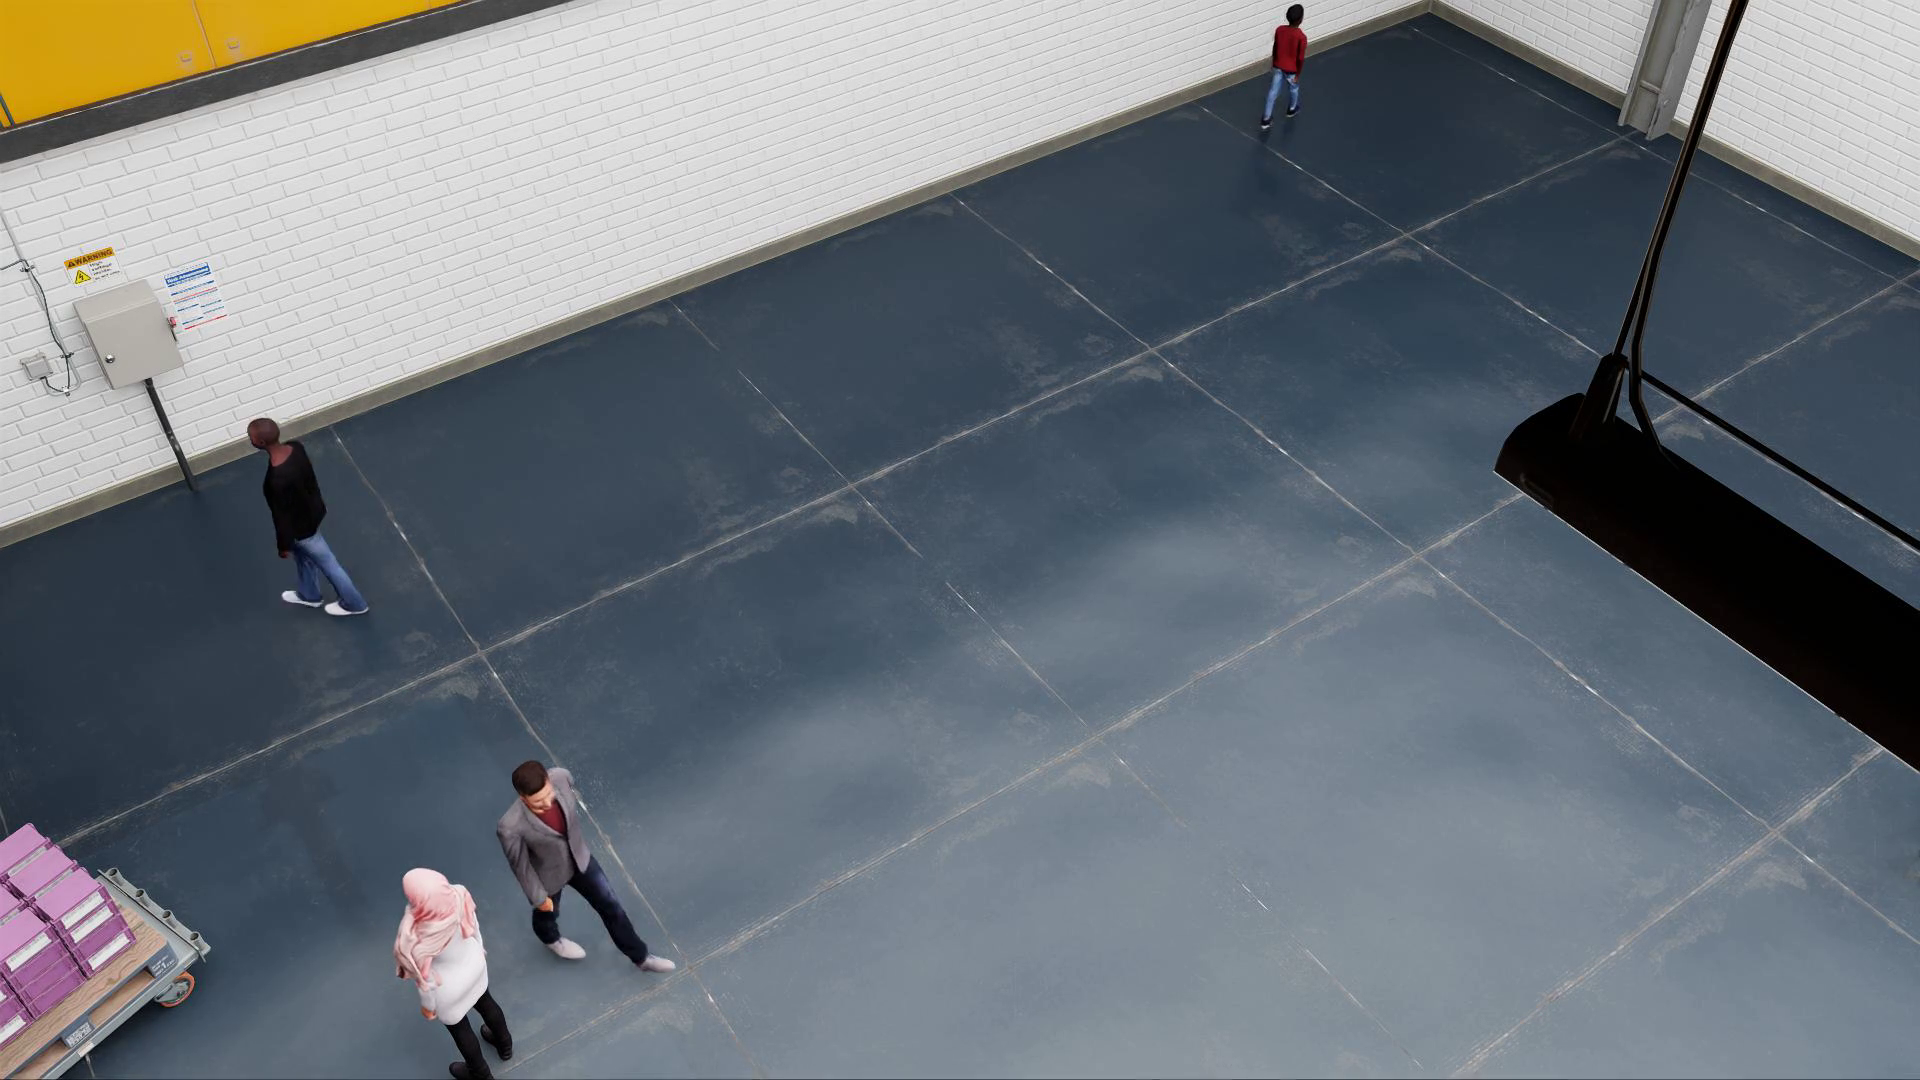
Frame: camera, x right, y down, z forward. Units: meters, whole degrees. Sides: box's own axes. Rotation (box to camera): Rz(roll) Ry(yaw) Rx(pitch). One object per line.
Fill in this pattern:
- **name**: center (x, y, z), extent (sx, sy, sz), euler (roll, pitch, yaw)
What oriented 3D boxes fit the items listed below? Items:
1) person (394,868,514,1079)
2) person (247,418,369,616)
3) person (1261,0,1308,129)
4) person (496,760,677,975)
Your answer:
- **person**: center (-2.593, 2.233, 8.529), extent (0.738, 1.800, 0.726), euler (21, 47, 21)
- **person**: center (-4.264, -0.121, 11.049), extent (0.920, 1.733, 0.902), euler (-1, 44, -1)
- **person**: center (3.122, -4.546, 16.055), extent (0.882, 1.235, 0.787), euler (23, 48, 22)
- **person**: center (-2.253, 1.749, 9.017), extent (1.219, 1.828, 0.993), euler (21, 47, 21)
